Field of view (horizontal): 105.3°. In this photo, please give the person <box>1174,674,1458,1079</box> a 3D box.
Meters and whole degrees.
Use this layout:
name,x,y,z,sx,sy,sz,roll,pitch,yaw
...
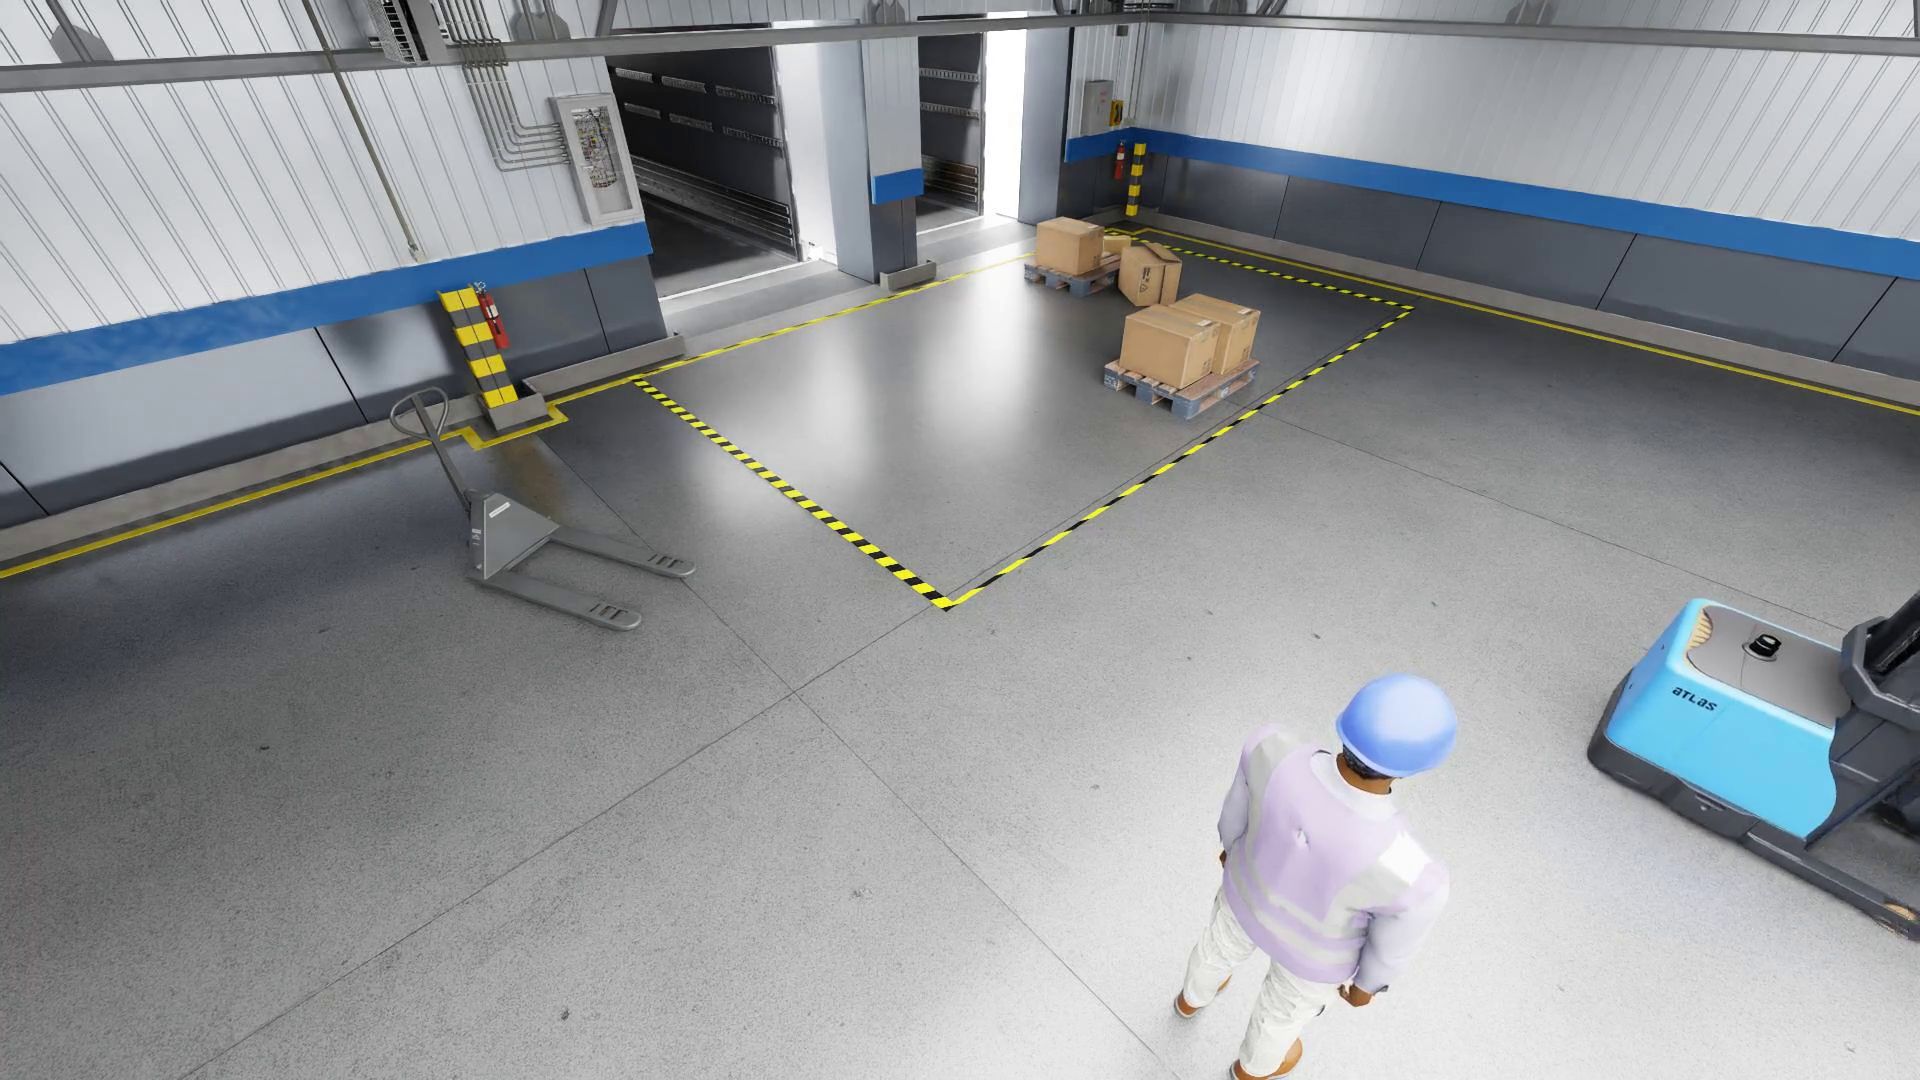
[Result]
name,x,y,z,sx,sy,sz,roll,pitch,yaw
person,1.024,1.119,2.246,0.380,1.948,0.601,-21,42,-25

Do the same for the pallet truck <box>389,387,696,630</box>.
name,x,y,z,sx,sy,sz,roll,pitch,yaw
pallet truck,-2.613,-0.247,4.593,1.601,1.201,0.680,14,40,17

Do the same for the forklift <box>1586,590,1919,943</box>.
name,x,y,z,sx,sy,sz,roll,pitch,yaw
forklift,3.749,0.408,3.091,0.716,2.013,0.776,-30,47,-33
